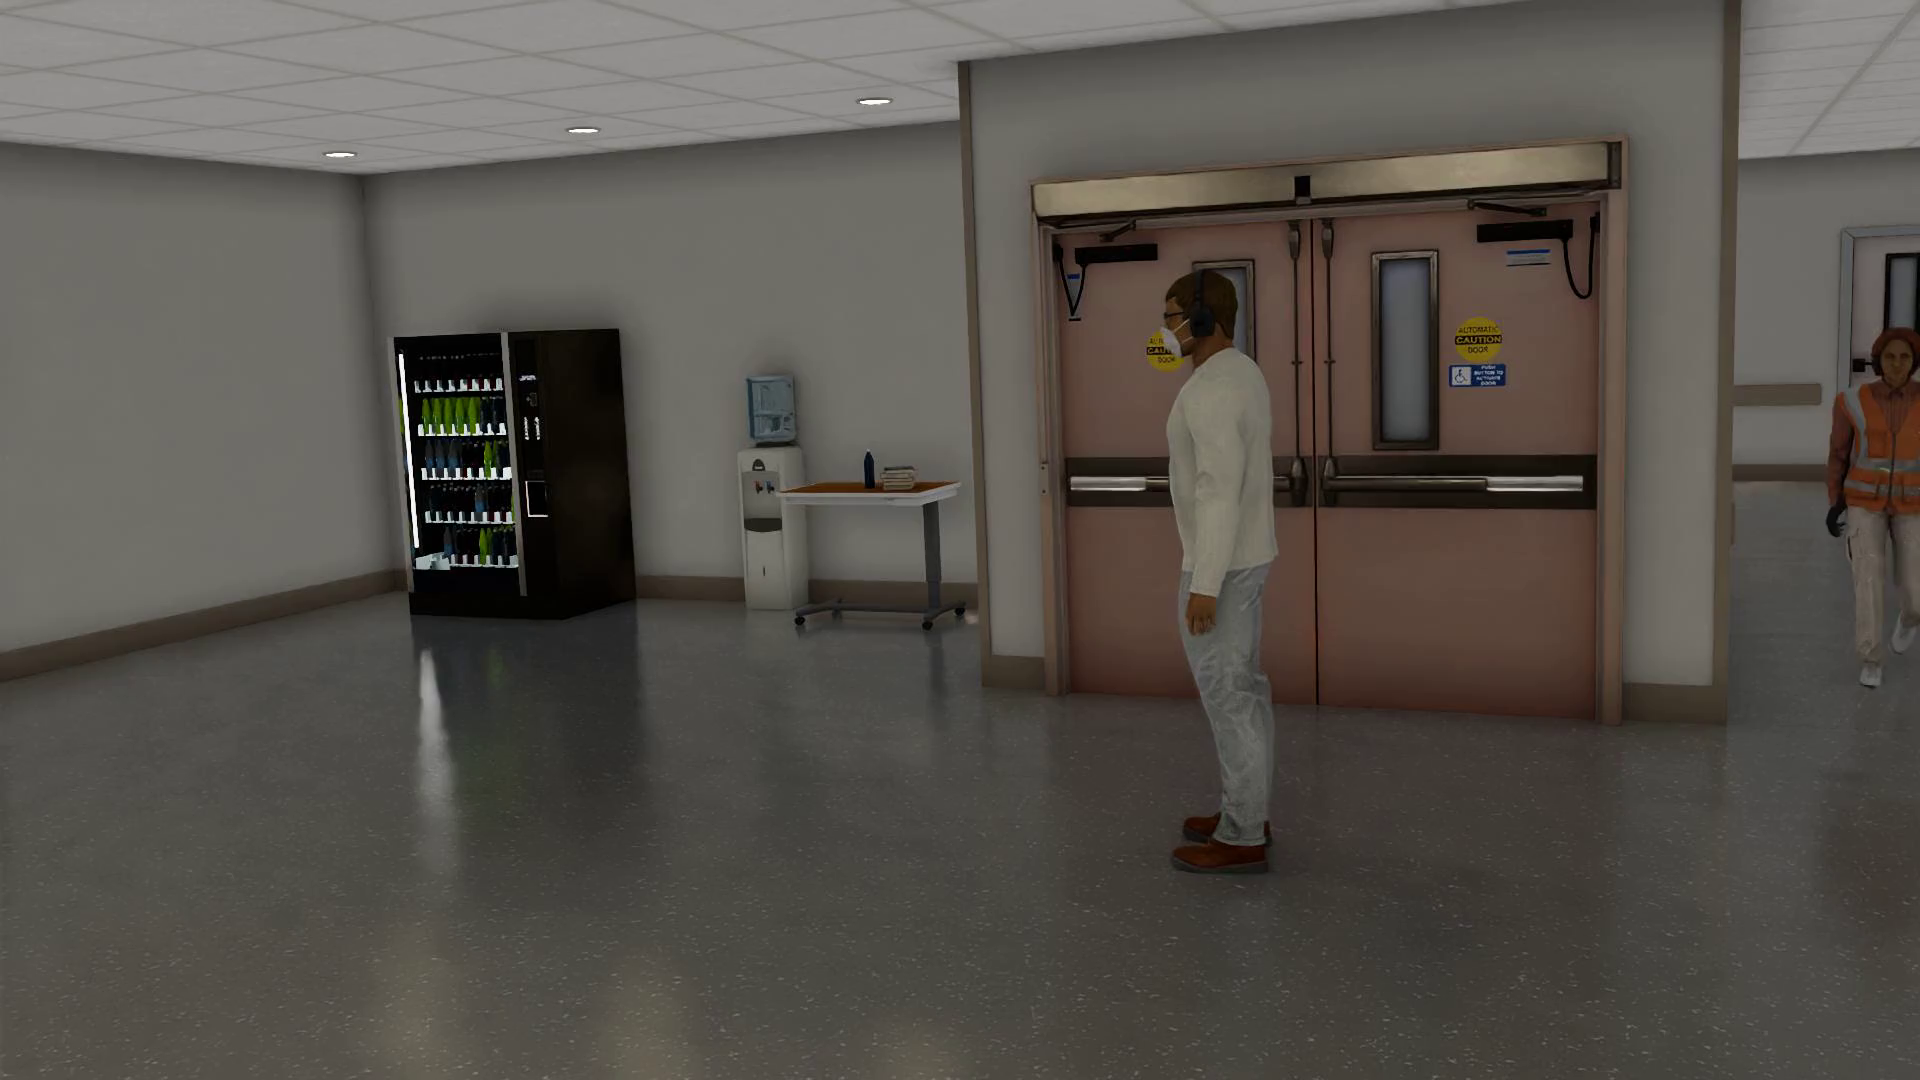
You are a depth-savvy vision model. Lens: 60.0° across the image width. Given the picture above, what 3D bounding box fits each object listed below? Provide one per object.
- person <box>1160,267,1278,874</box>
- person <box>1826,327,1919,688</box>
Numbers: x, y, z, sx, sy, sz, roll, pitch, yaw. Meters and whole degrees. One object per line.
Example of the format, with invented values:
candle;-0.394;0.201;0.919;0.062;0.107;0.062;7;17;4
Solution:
person;0.839;0.098;5.355;0.356;1.936;0.635;0;8;18
person;4.235;-0.163;7.557;0.530;1.621;0.588;2;8;28
